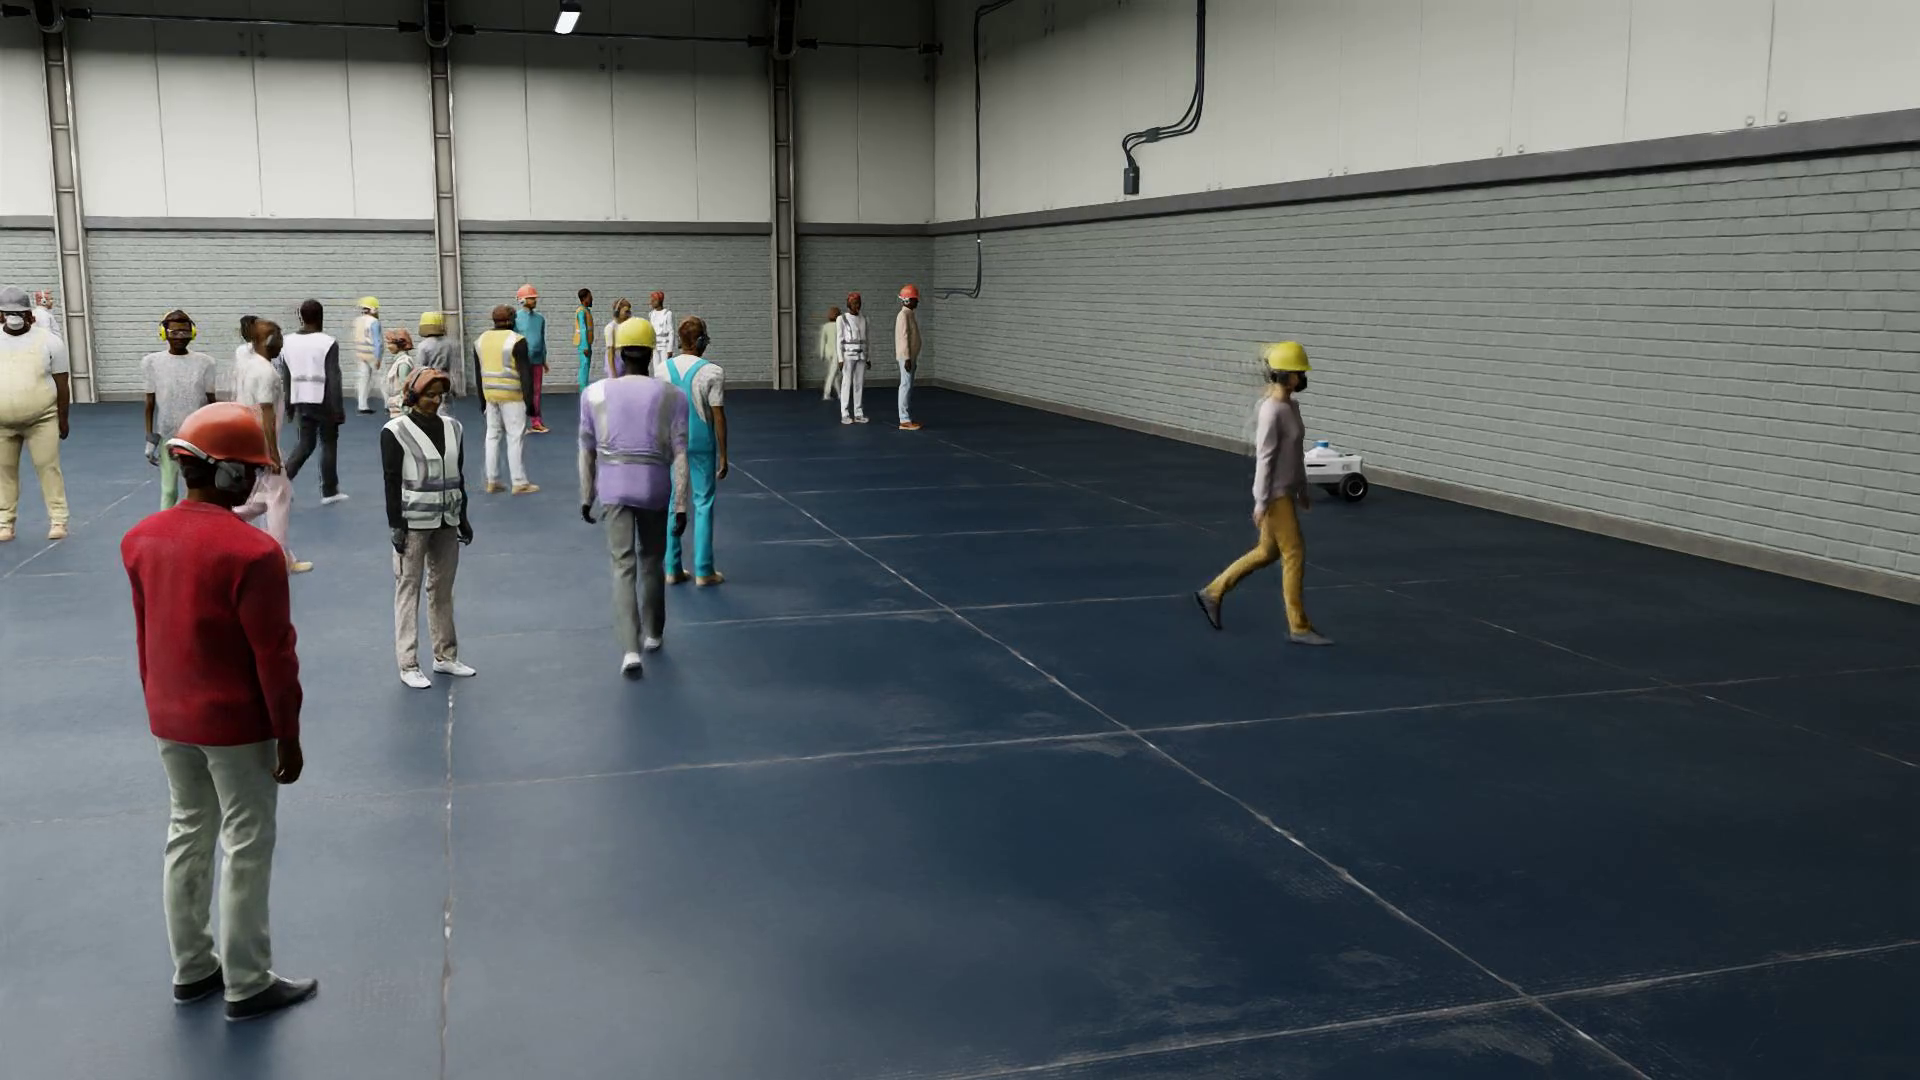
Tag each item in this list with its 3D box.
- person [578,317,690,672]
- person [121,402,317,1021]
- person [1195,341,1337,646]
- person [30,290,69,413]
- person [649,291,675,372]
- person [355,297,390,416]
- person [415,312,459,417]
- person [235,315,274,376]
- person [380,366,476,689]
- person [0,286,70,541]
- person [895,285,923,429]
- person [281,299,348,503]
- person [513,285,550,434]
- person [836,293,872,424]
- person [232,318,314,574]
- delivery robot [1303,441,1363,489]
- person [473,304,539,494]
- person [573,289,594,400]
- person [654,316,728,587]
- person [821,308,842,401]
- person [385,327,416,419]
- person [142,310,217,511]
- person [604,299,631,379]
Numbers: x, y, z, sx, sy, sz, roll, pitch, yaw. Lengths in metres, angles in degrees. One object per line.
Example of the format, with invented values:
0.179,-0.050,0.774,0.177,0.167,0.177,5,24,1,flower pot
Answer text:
-1.750,-0.252,8.958,0.601,1.880,0.981,-2,9,-10,person
-2.063,0.483,4.698,0.574,1.738,0.355,4,10,25,person
1.755,-0.273,9.511,0.797,1.738,0.531,4,10,22,person
-14.034,-2.880,25.604,0.407,1.910,0.639,-8,12,-40,person
-4.917,-3.142,27.349,0.575,1.885,0.359,8,12,42,person
-8.912,-2.805,25.455,0.624,1.797,0.820,7,11,38,person
-5.876,-1.653,18.384,0.849,1.701,0.512,4,10,25,person
-7.522,-1.544,17.752,0.316,1.696,0.540,2,9,11,person
-2.734,-0.073,8.551,0.309,1.640,0.513,5,10,30,person
-7.458,-1.004,13.212,0.681,2.000,0.535,-3,9,-16,person
-0.708,-2.535,23.125,0.379,1.995,0.612,1,9,4,person
-5.963,-1.258,15.281,0.604,1.900,0.666,3,9,17,person
-5.815,-2.428,22.430,0.370,1.996,0.622,6,11,35,person
-1.525,-2.619,24.011,0.586,1.882,0.343,-8,12,-42,person
-4.952,-0.639,11.607,0.648,1.816,0.554,-6,11,-35,person
3.405,-0.690,15.633,0.707,0.478,0.477,-1,9,-8,delivery robot
-4.397,-1.365,16.161,0.643,1.841,0.428,5,10,27,person
-6.369,-3.303,28.260,0.391,1.922,0.593,-1,9,-9,person
-1.807,-0.590,11.246,0.516,1.835,0.357,2,9,14,person
-2.149,-3.192,28.607,0.504,1.595,0.843,6,11,34,person
-5.119,-1.135,15.326,0.308,1.639,0.510,-3,10,-21,person
-5.649,-0.736,12.093,0.516,1.860,0.322,-4,10,-25,person
-4.181,-2.039,20.455,0.343,1.840,0.507,1,9,9,person
